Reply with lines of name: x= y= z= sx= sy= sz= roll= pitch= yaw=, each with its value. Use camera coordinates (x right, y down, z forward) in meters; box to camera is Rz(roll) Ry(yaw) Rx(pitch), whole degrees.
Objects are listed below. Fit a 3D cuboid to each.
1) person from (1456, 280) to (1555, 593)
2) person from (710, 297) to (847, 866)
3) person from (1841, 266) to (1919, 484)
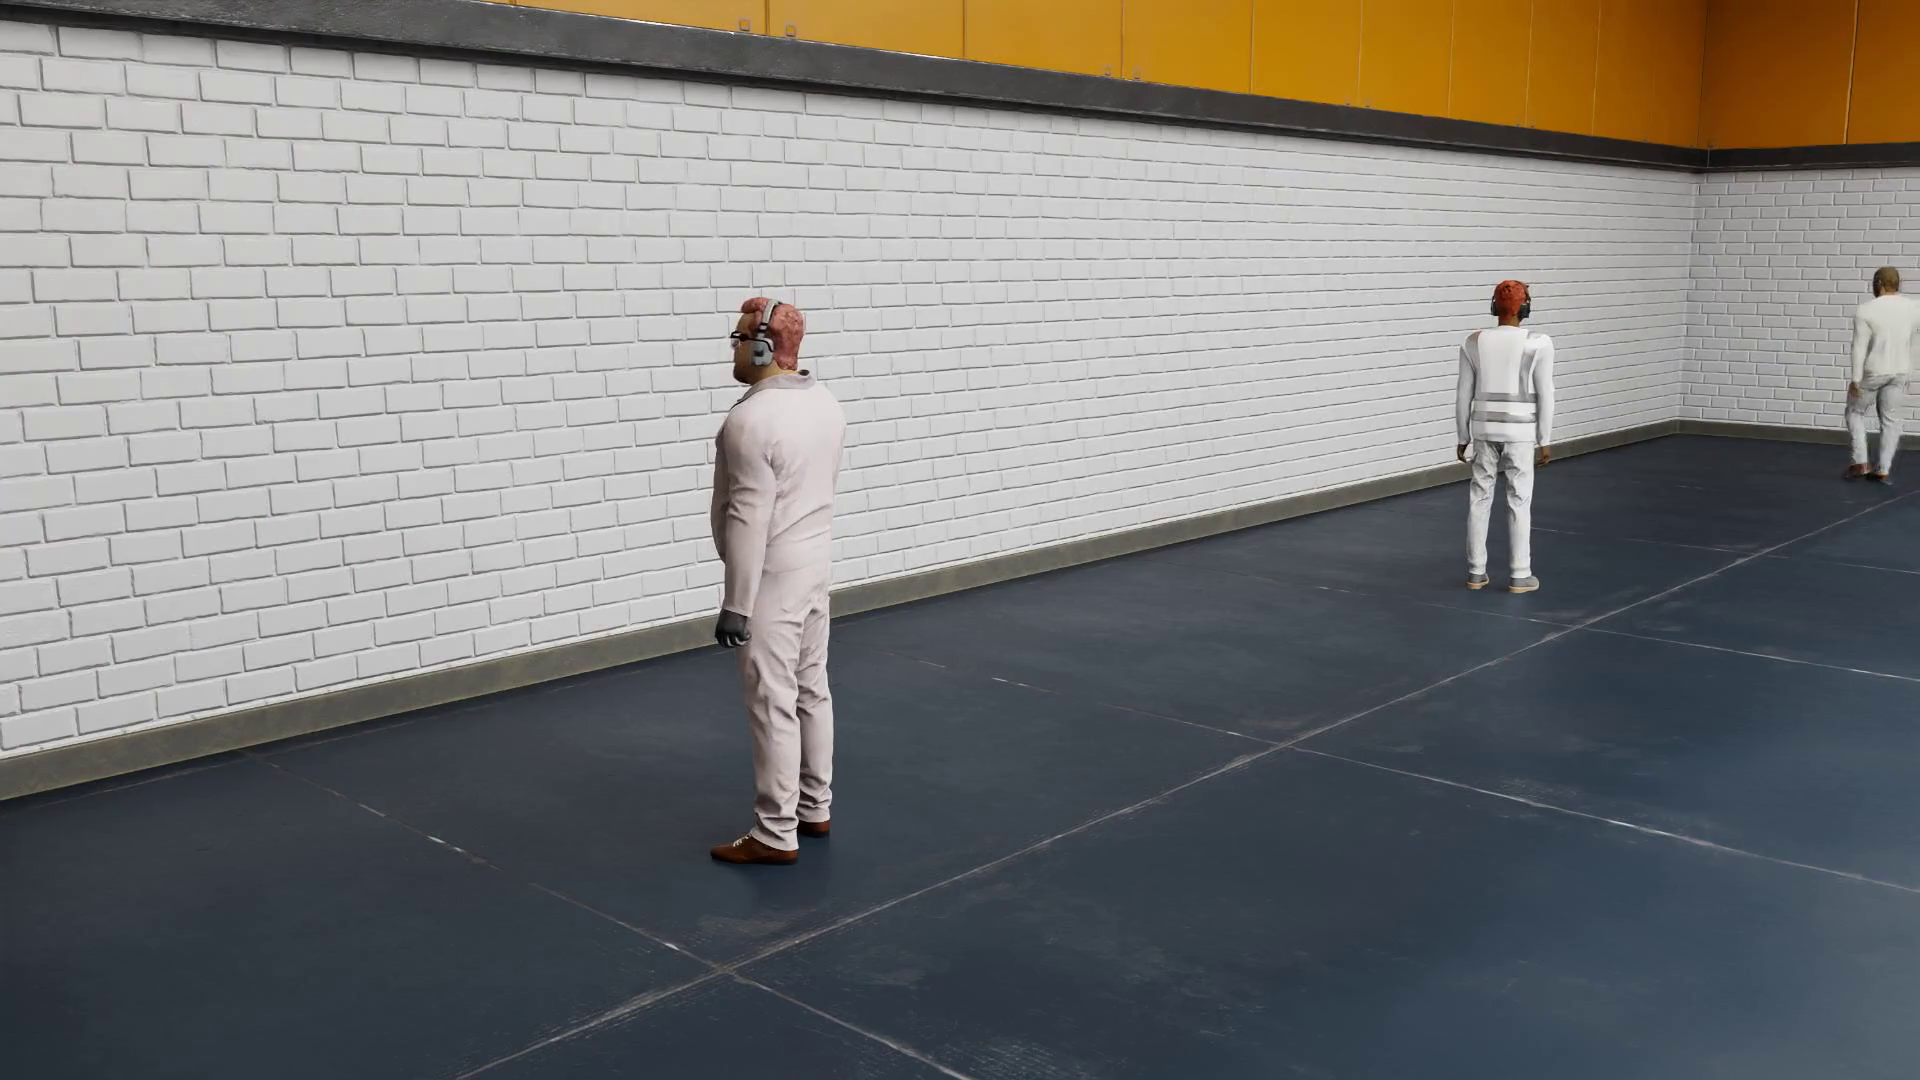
person: x=3.291 y=-0.620 z=10.065 sx=0.573 sy=1.883 sz=0.359 roll=7 pitch=12 yaw=34
person: x=-0.640 y=0.141 z=5.646 sx=0.408 sy=1.913 sz=0.642 roll=4 pitch=11 yaw=21
person: x=8.133 y=-1.452 z=14.714 sx=0.634 sy=1.919 sz=0.527 roll=0 pitch=10 yaw=0
